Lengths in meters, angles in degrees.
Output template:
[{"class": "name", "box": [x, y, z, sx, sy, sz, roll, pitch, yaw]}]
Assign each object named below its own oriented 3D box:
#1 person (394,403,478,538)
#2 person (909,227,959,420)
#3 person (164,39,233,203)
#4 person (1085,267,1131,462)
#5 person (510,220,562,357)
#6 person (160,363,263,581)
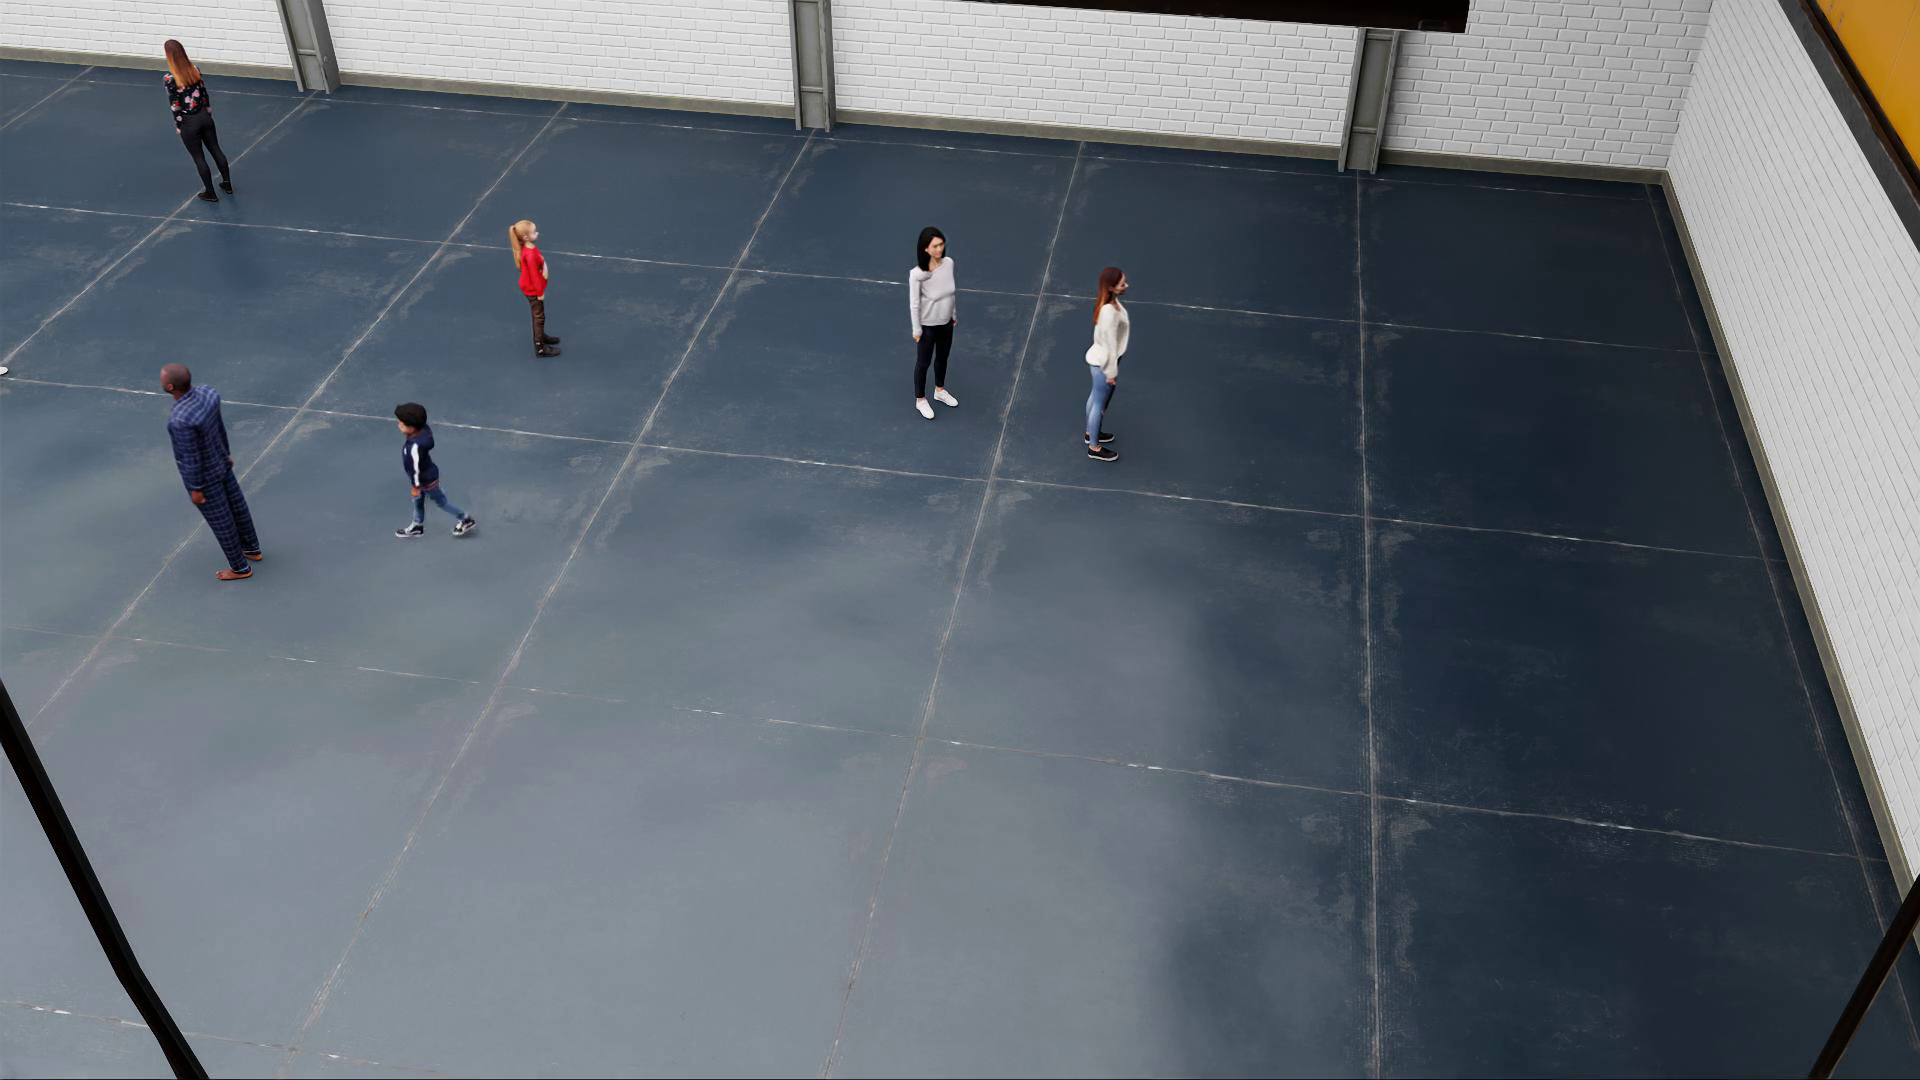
[{"class": "person", "box": [-3.992, -0.504, 12.563, 0.916, 1.202, 0.731, -9, 40, -12]}, {"class": "person", "box": [-0.220, -1.829, 13.822, 0.711, 1.701, 0.746, -30, 48, -32]}, {"class": "person", "box": [-7.770, -4.269, 16.893, 0.616, 1.682, 0.640, 21, 43, 24]}, {"class": "person", "box": [1.166, -1.431, 13.332, 0.593, 1.691, 0.651, 1, 39, 1]}, {"class": "person", "box": [-3.756, -2.236, 14.669, 0.595, 1.282, 0.560, -12, 40, -15]}, {"class": "person", "box": [-5.452, -0.509, 12.071, 0.599, 1.824, 0.663, 5, 39, 6]}]
